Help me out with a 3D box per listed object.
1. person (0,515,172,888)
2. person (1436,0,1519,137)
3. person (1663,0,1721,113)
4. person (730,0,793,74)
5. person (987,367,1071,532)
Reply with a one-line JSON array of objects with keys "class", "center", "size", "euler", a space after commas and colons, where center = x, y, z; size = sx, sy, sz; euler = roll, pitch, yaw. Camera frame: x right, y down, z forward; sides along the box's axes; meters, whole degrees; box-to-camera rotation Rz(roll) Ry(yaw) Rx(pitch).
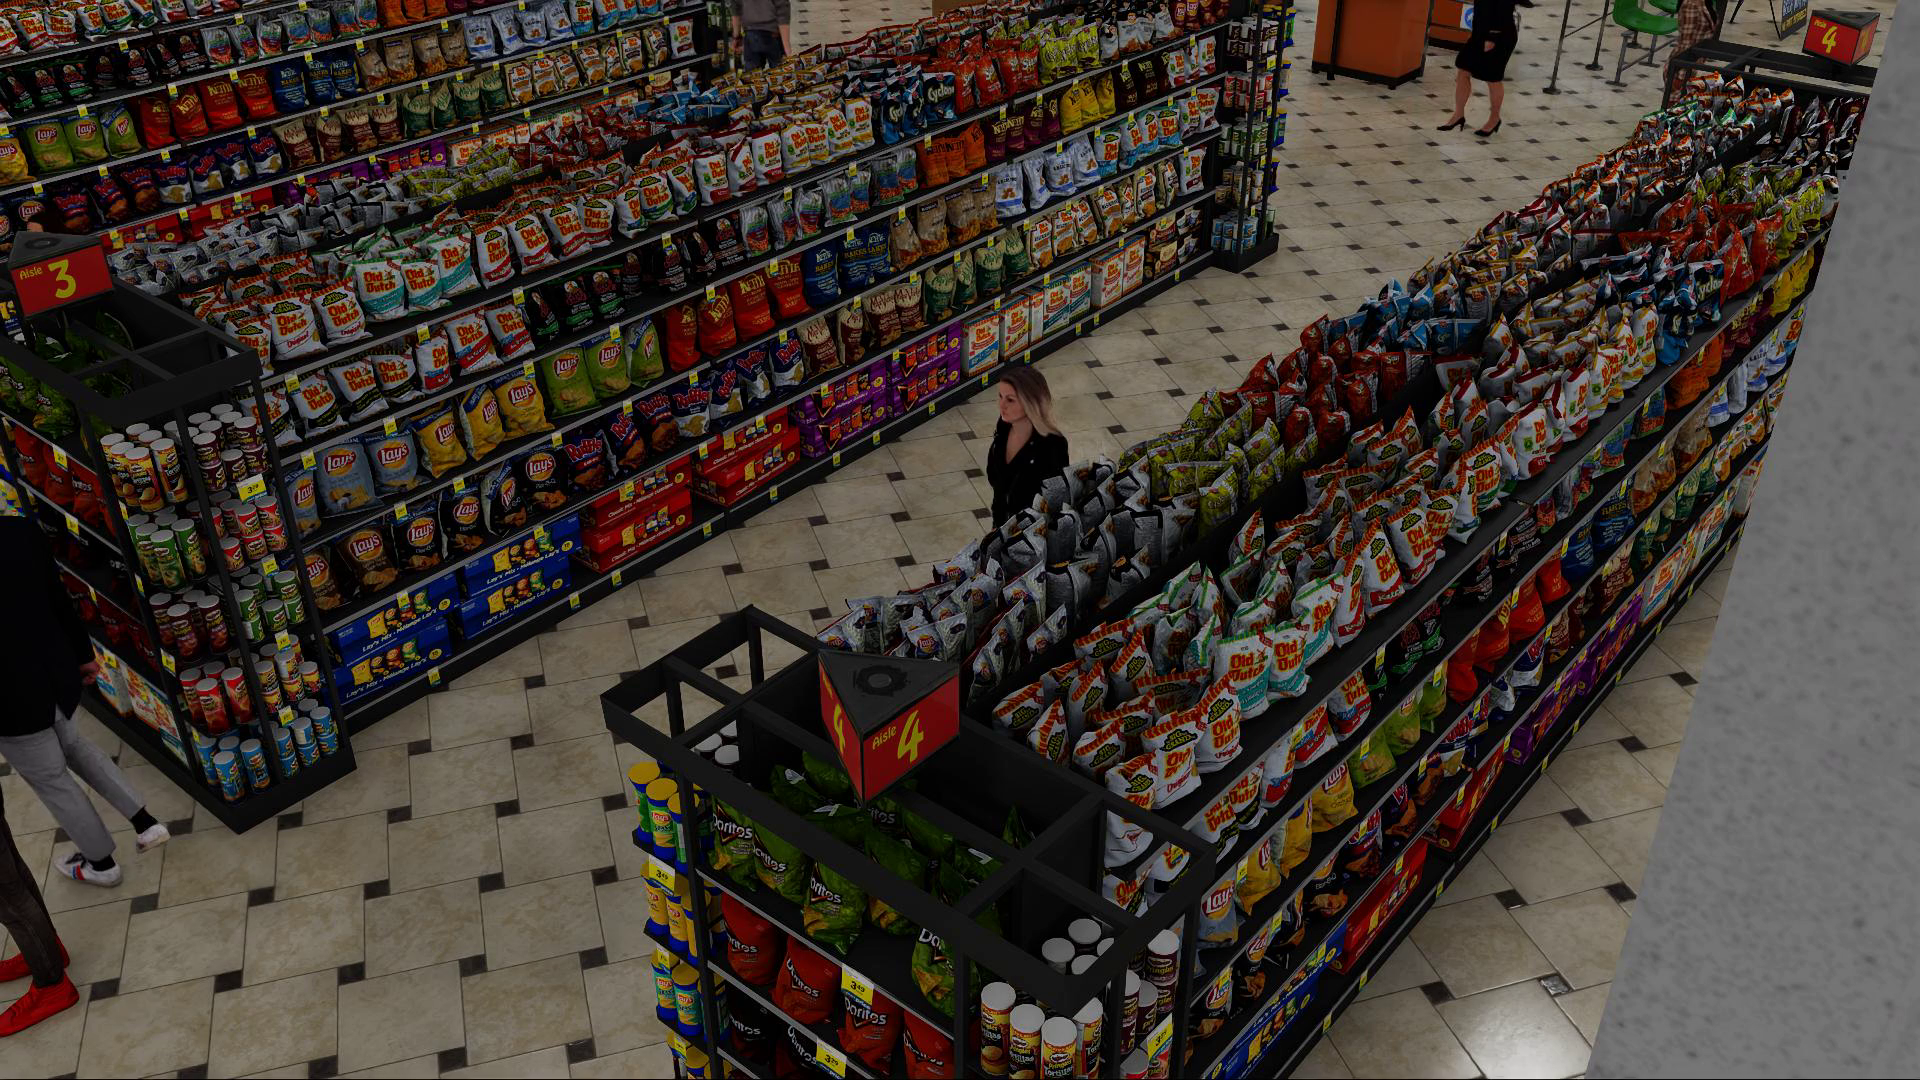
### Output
[{"class": "person", "center": [-3.325, 0.537, 6.045], "size": [0.934, 1.939, 0.848], "euler": [11, 33, 17]}, {"class": "person", "center": [4.520, -4.199, 13.926], "size": [0.959, 1.653, 0.901], "euler": [-9, 33, -15]}, {"class": "person", "center": [5.557, -3.586, 12.808], "size": [0.665, 1.793, 0.509], "euler": [19, 37, 28]}, {"class": "person", "center": [-1.616, -3.993, 13.381], "size": [0.943, 1.879, 1.217], "euler": [11, 34, 17]}, {"class": "person", "center": [0.364, 0.013, 7.146], "size": [0.687, 1.664, 0.916], "euler": [27, 41, 36]}]
